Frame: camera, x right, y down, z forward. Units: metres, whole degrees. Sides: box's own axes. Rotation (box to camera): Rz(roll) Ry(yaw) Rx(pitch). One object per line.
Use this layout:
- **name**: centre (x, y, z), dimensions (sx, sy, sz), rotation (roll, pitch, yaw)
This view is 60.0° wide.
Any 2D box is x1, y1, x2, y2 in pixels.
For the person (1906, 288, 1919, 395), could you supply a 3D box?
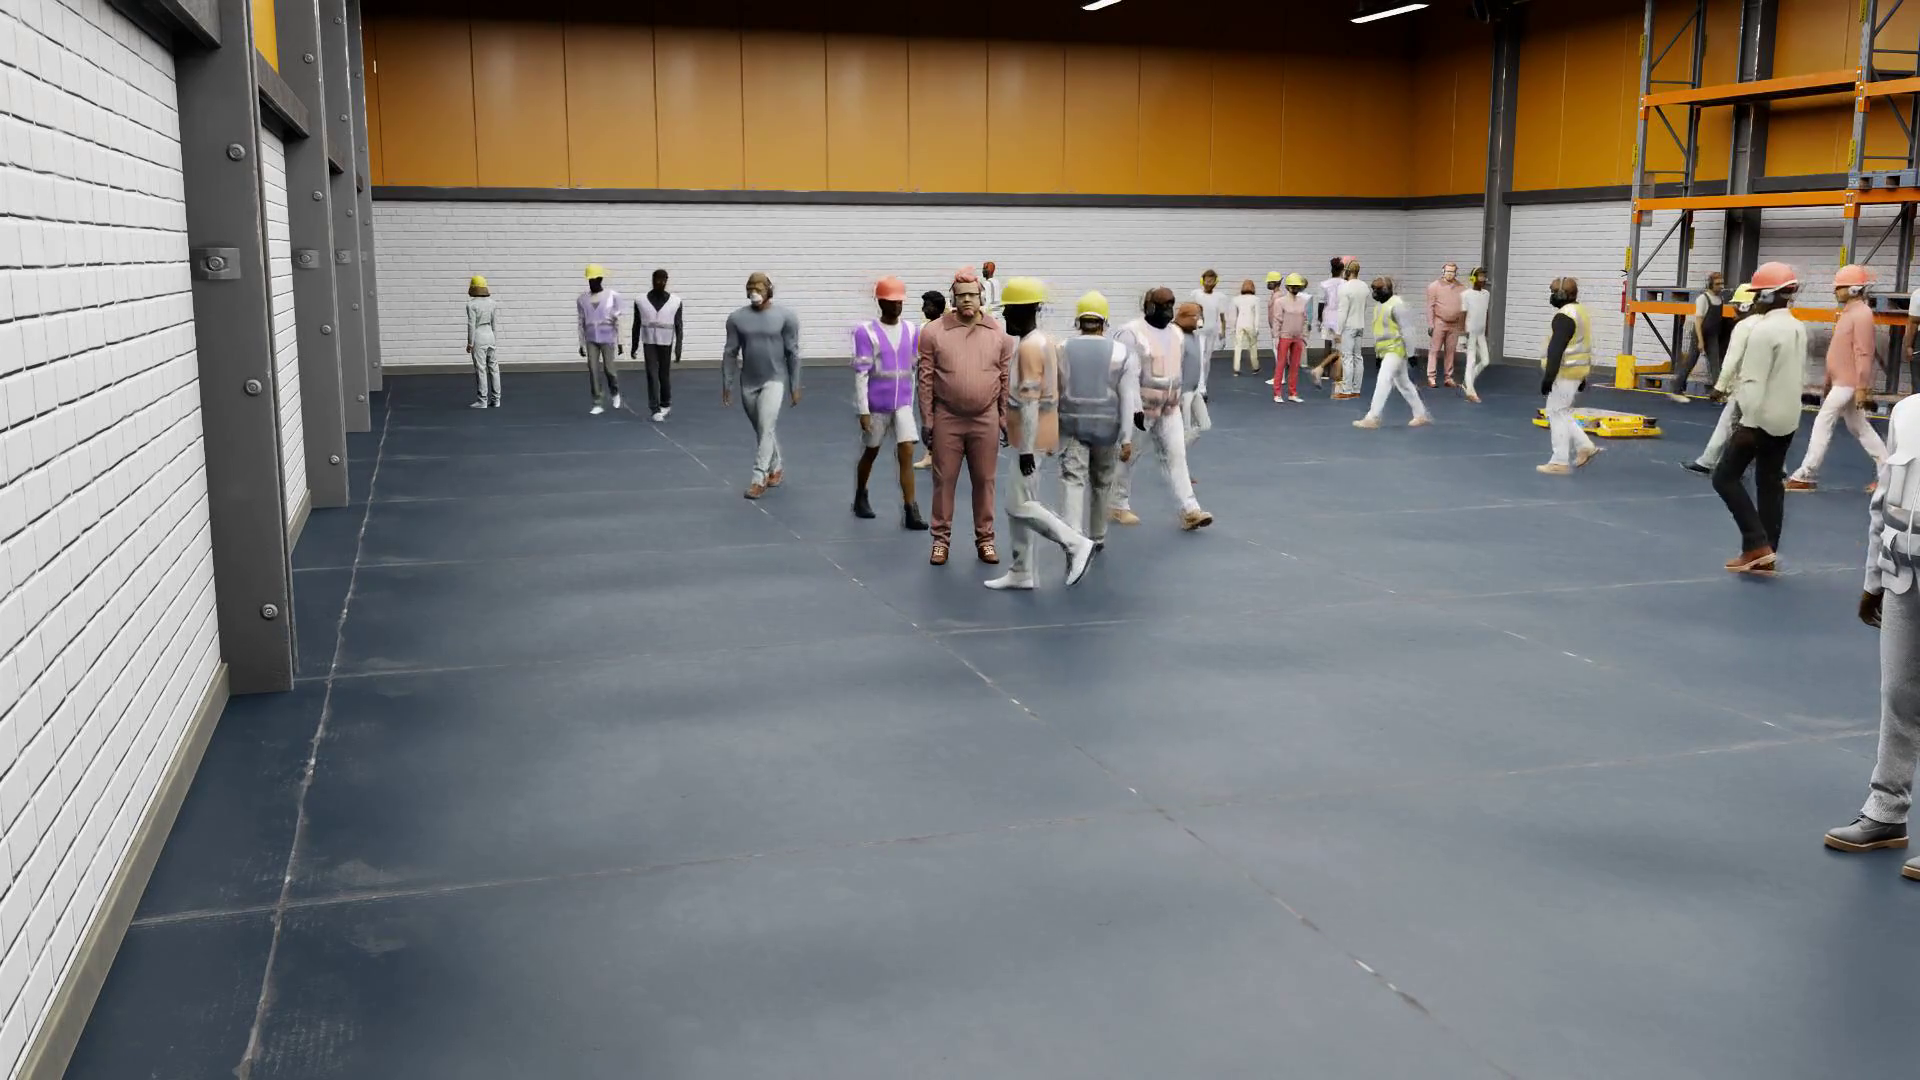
- **person**: centre (11.225, -2.281, 19.186), dimensions (0.682, 2.000, 0.535), rotation (1, 10, 3)

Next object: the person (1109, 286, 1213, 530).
- **person**: centre (1.460, -0.967, 12.297), dimensions (0.623, 1.790, 0.959), rotation (-6, 11, -31)

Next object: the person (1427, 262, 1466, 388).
- **person**: centre (7.400, -3.262, 25.274), dimensions (0.640, 1.904, 0.401), rotation (-2, 10, -11)

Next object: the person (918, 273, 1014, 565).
- **person**: centre (0.044, -0.785, 10.921), dimensions (0.639, 1.909, 0.409), rotation (-1, 10, -6)

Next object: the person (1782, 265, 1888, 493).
- **person**: centre (7.554, -1.352, 14.098), dimensions (1.030, 1.948, 0.639), rotation (3, 10, 19)

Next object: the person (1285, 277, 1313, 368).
- **person**: centre (5.955, -3.822, 29.338), dimensions (0.522, 1.614, 0.709), rotation (7, 12, 33)

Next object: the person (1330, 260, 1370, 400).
- **person**: centre (5.416, -2.905, 23.101), dimensions (0.630, 1.940, 0.372), rotation (-9, 13, -43)

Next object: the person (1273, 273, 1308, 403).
- **person**: centre (4.523, -2.747, 22.684), dimensions (0.533, 1.767, 0.326), rotation (-4, 11, -21)

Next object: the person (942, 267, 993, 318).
- **person**: centre (0.137, -1.844, 17.103), dimensions (0.552, 1.890, 0.953), rotation (-5, 11, -26)

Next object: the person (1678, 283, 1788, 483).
- **person**: centre (6.991, -1.392, 14.842), dimensions (0.977, 1.776, 0.585), rotation (8, 12, 38)

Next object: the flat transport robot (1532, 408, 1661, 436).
- **flat transport robot**: centre (7.235, -1.356, 18.949), dimensions (0.652, 0.197, 1.431), rotation (-3, 10, -15)

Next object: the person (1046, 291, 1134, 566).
- **person**: centre (0.841, -0.734, 10.947), dimensions (0.599, 1.798, 0.882), rotation (1, 10, 7)

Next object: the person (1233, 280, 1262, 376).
- **person**: centre (4.795, -3.541, 27.804), dimensions (0.505, 1.577, 0.882), rotation (5, 11, 27)

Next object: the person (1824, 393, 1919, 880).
- **person**: centre (3.207, 0.168, 5.455), dimensions (0.356, 1.887, 0.573), rotation (-3, 10, -19)

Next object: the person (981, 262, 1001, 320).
- **person**: centre (0.513, -3.881, 28.913), dimensions (0.356, 1.883, 0.572), rotation (4, 11, 22)

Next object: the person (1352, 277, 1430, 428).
- **person**: centre (5.126, -2.195, 19.491), dimensions (0.975, 1.779, 0.657), rotation (-1, 10, -6)

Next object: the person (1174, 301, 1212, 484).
- **person**: centre (2.032, -1.293, 14.679), dimensions (0.345, 1.618, 0.529), rotation (5, 11, 28)

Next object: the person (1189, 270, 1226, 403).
- **person**: centre (3.348, -2.765, 22.671), dimensions (0.530, 1.805, 1.016), rotation (0, 10, -2)

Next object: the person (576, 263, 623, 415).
- **person**: centre (-4.570, -2.559, 21.168), dimensions (0.605, 1.909, 0.544), rotation (1, 10, 6)

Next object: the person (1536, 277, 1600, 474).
- **person**: centre (5.603, -1.513, 15.370), dimensions (0.460, 1.824, 0.650), rotation (6, 11, 30)

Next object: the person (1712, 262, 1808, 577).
- **person**: centre (5.046, -0.742, 10.447), dimensions (0.661, 1.980, 0.439), rotation (-8, 12, -38)

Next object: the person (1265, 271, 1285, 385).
- **person**: centre (4.897, -3.294, 25.889), dimensions (0.361, 1.759, 0.522), rotation (1, 10, 7)

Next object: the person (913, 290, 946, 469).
- **person**: centre (-0.227, -1.481, 15.545), dimensions (0.317, 1.696, 0.540), rotation (-8, 13, -40)

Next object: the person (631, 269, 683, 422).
- **person**: centre (-3.719, -2.396, 20.425), dimensions (0.638, 1.859, 0.950), rotation (-2, 10, -10)

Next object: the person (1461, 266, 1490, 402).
- **person**: centre (7.072, -2.824, 22.867), dimensions (0.532, 1.854, 0.434), rotation (-4, 11, -23)

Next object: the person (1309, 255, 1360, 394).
- **person**: centre (5.450, -3.104, 24.054), dimensions (0.645, 2.008, 0.692), rotation (-1, 10, -6)

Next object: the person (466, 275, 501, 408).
- **person**: centre (-6.325, -2.615, 21.984), dimensions (0.296, 1.745, 0.485), rotation (6, 12, 32)

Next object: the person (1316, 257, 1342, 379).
- **person**: centre (6.068, -3.576, 26.896), dimensions (0.603, 1.967, 0.366), rotation (0, 10, 2)

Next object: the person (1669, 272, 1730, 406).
- **person**: centre (10.032, -2.702, 22.368), dimensions (0.540, 1.779, 1.034), rotation (-5, 11, -25)

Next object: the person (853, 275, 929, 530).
- **person**: centre (-0.564, -1.046, 12.531), dimensions (0.563, 1.887, 1.004), rotation (-5, 11, -28)

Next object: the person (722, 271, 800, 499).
- **person**: centre (-1.681, -1.336, 14.172), dimensions (0.649, 1.894, 1.024), rotation (2, 10, 14)

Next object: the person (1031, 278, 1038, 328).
- **person**: centre (1.152, -3.529, 27.615), dimensions (0.377, 1.617, 0.520), rotation (9, 13, 41)

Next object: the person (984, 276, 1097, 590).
- **person**: centre (0.468, -0.617, 9.935), dimensions (0.598, 1.905, 0.596), rotation (1, 10, 4)
